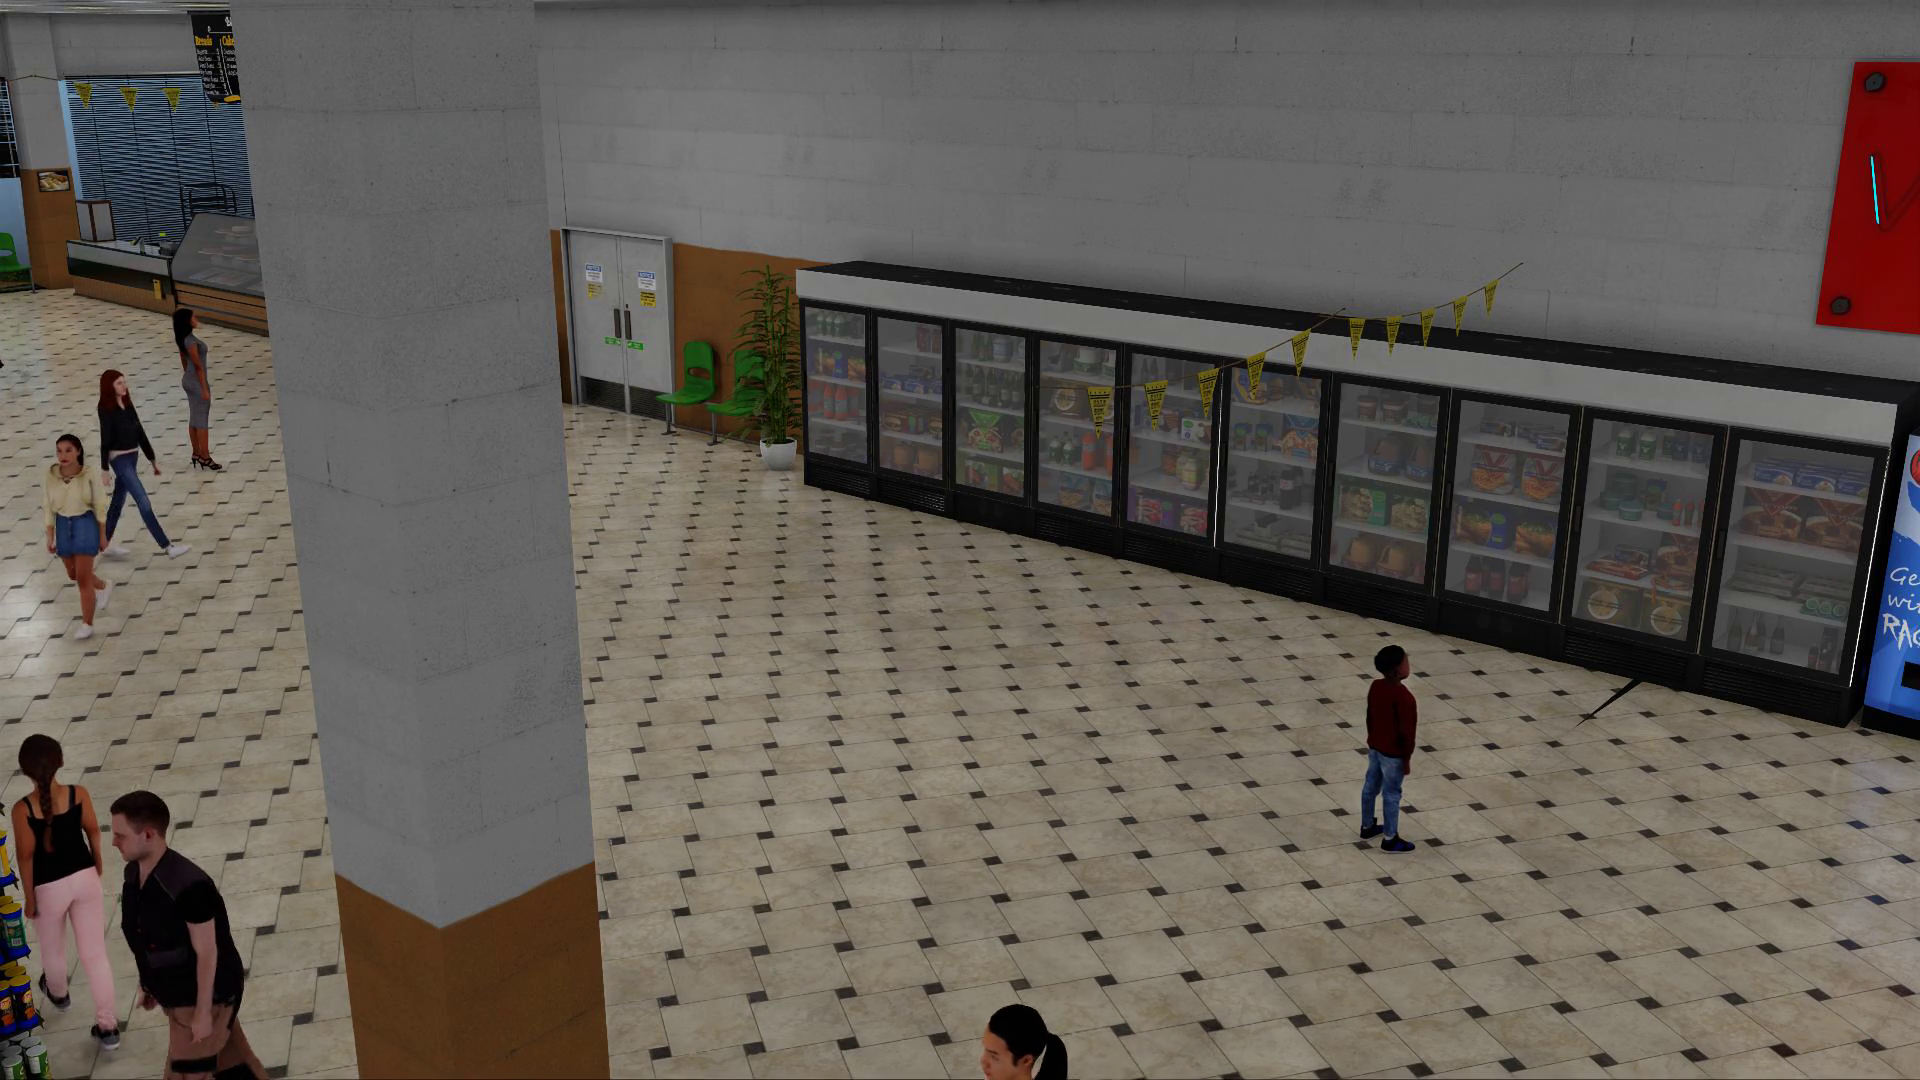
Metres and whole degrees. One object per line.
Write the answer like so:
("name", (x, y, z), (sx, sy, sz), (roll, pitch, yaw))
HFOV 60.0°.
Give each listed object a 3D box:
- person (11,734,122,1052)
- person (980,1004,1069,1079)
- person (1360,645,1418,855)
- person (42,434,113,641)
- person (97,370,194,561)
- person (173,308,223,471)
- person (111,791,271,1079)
("person", (-4.138, 1.669, 7.744), (0.987, 1.523, 0.679), (-15, 22, -40))
("person", (0.297, 2.272, 5.434), (0.894, 1.711, 0.813), (-4, 17, -12))
("person", (2.500, 1.208, 9.721), (0.602, 1.256, 0.581), (-7, 18, -23))
("person", (-7.021, -0.060, 13.284), (1.017, 1.613, 1.114), (0, 17, -2))
("person", (-7.582, -0.629, 14.956), (1.112, 1.730, 1.220), (2, 17, 7))
("person", (-8.391, -1.657, 18.254), (0.552, 1.781, 0.607), (-15, 22, -40))
("person", (-3.013, 1.817, 6.786), (0.670, 1.798, 1.008), (12, 21, 35))
